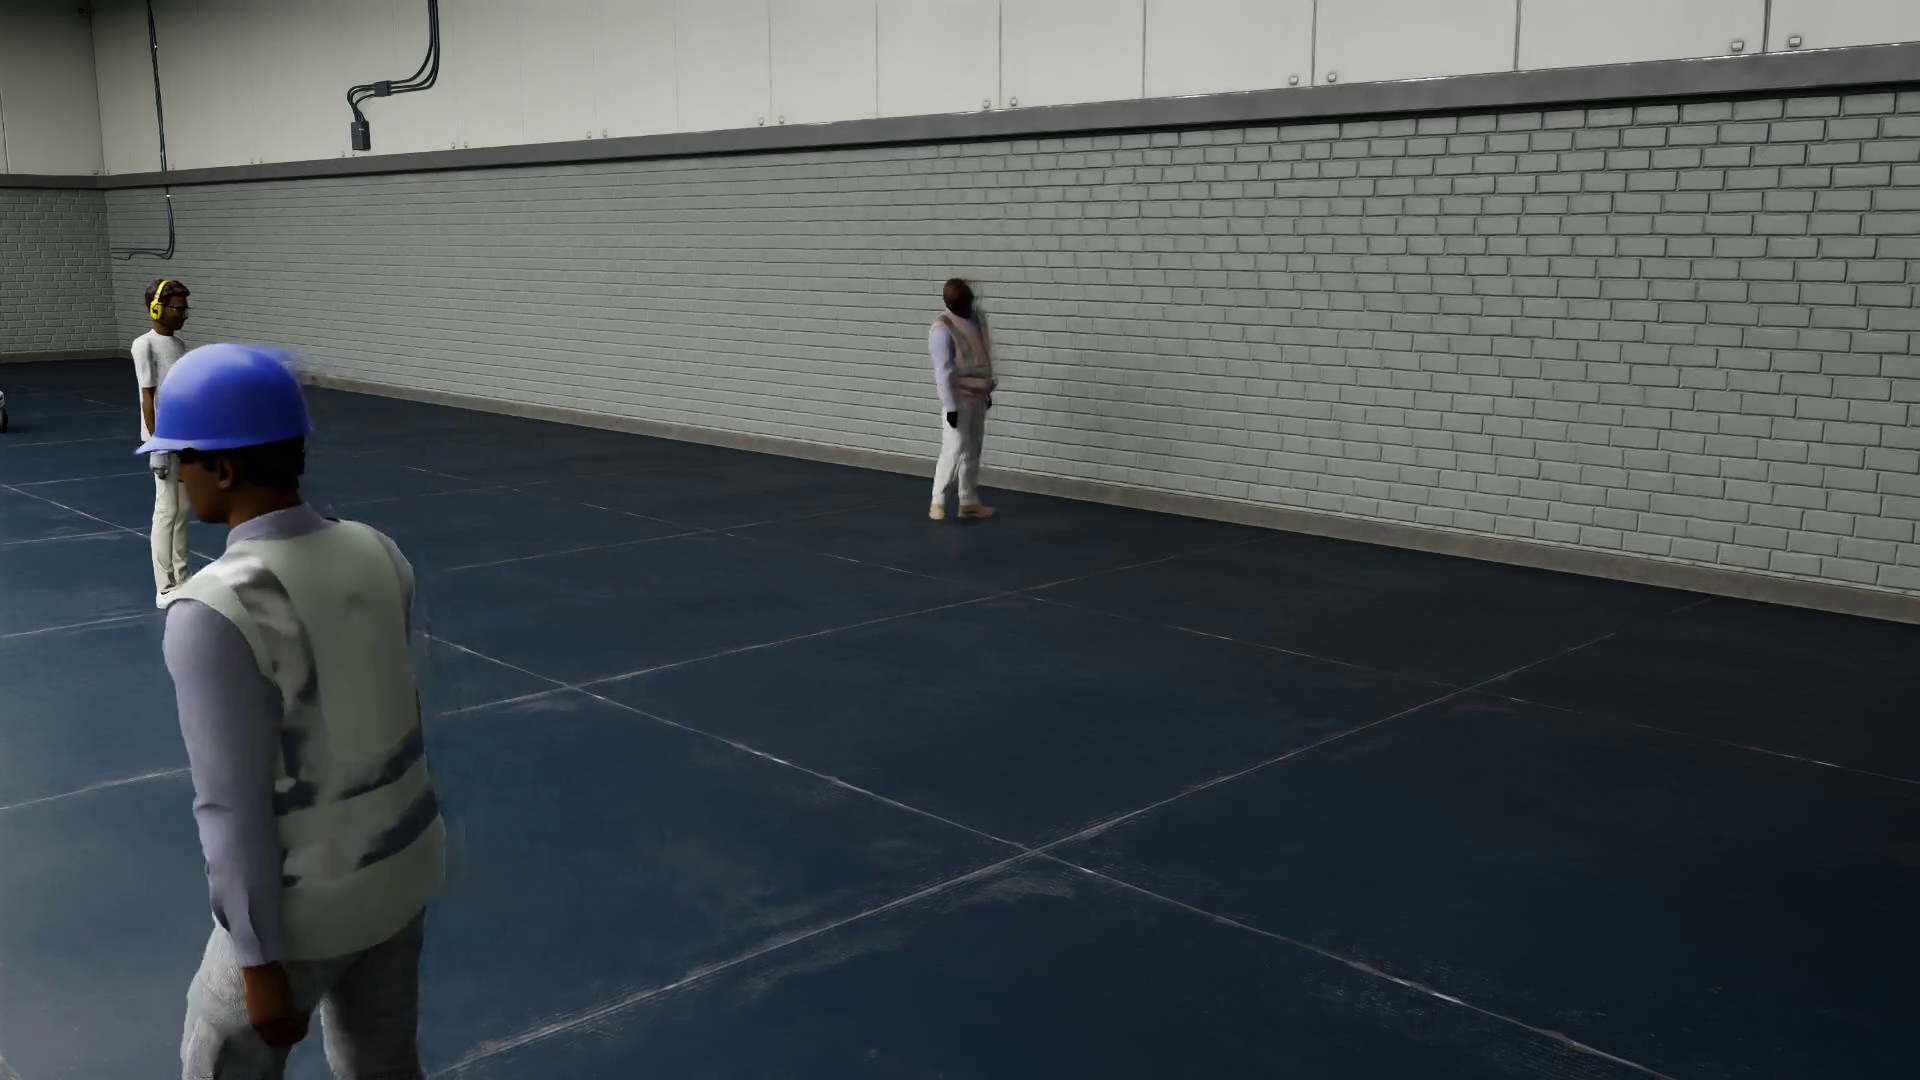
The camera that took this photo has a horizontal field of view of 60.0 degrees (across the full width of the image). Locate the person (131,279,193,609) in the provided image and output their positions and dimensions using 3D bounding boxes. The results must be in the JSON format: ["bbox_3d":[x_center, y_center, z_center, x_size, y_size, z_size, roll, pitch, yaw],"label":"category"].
[{"bbox_3d":[-4.481,-0.547,9.499,0.329,1.865,0.508,-1,10,-3],"label":"person"}]

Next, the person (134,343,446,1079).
[{"bbox_3d":[-1.173,0.616,2.986,0.452,1.931,0.603,3,11,17],"label":"person"}]

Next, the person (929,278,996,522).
[{"bbox_3d":[0.034,-1.040,12.371,0.431,1.808,0.688,6,12,29],"label":"person"}]

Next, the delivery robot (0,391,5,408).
[{"bbox_3d":[-10.624,-1.490,18.069,0.477,0.478,0.707,-4,11,-21],"label":"delivery robot"}]
